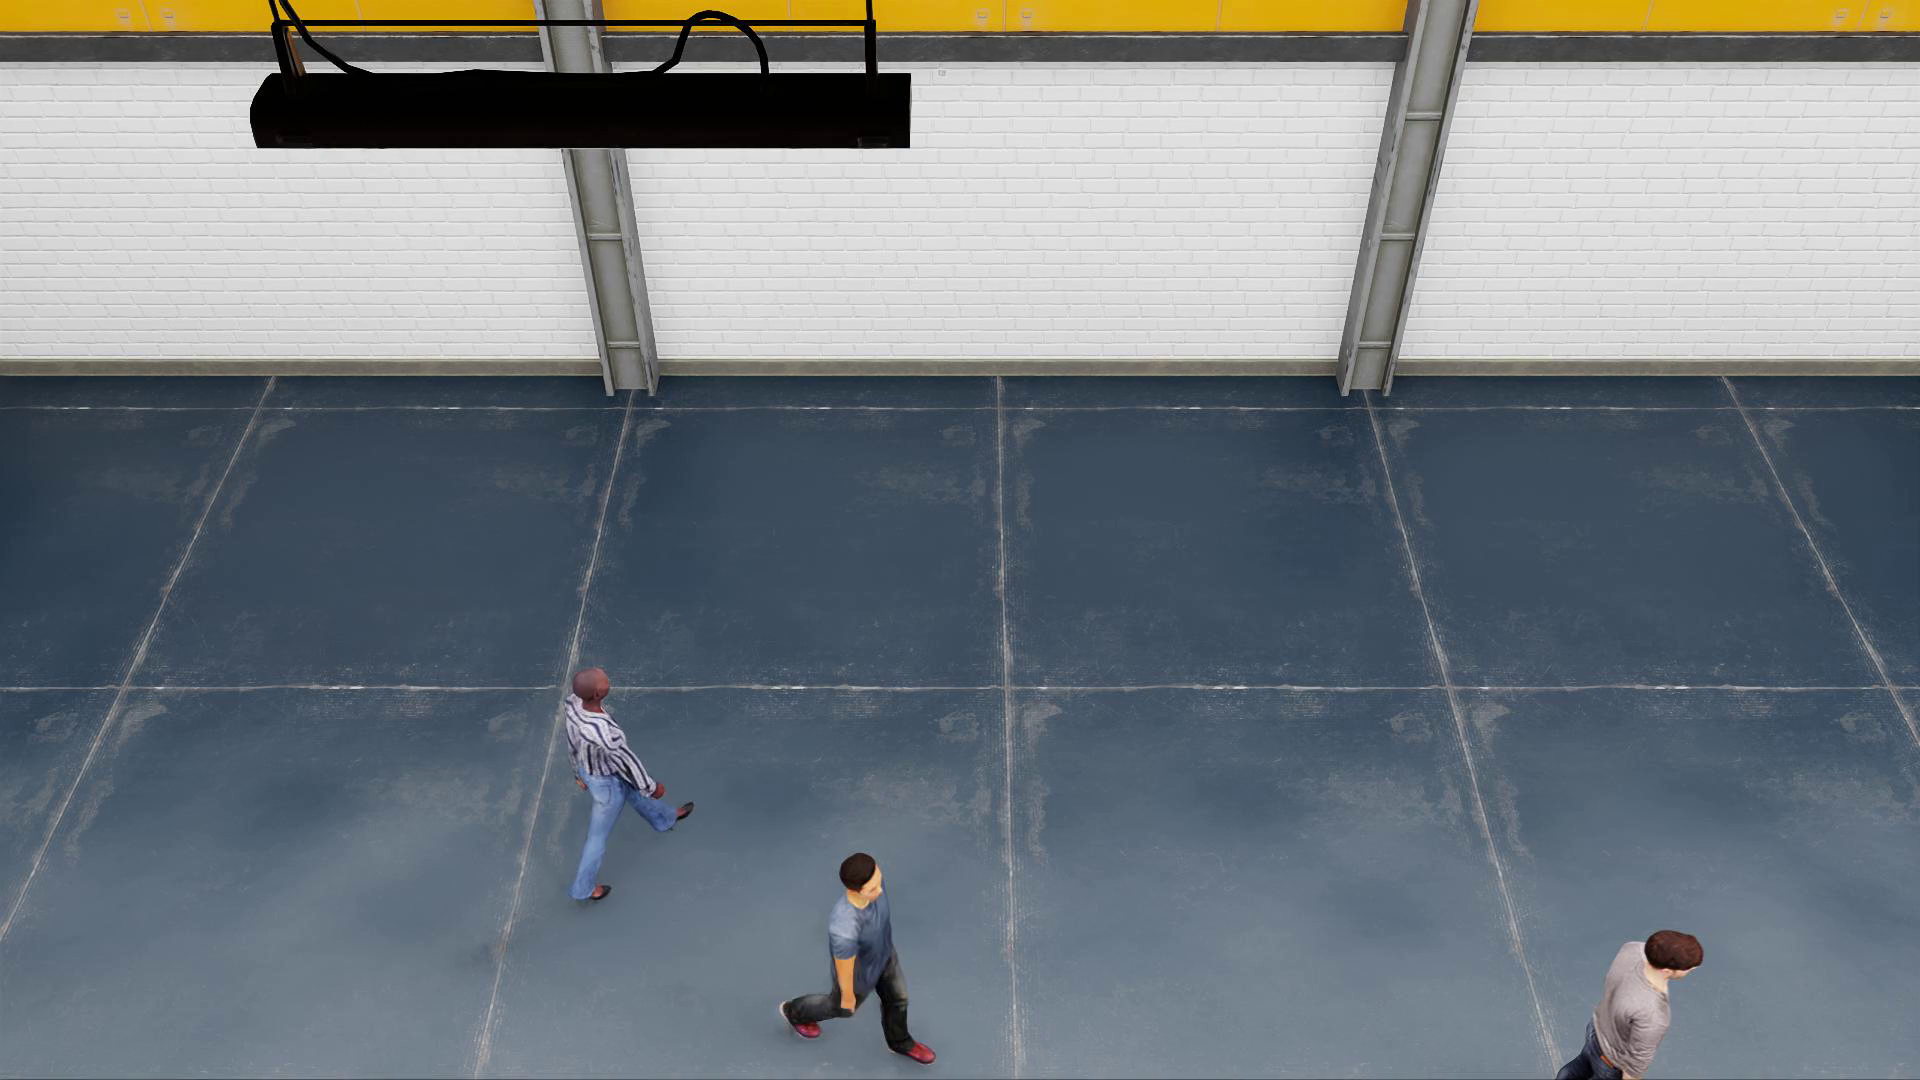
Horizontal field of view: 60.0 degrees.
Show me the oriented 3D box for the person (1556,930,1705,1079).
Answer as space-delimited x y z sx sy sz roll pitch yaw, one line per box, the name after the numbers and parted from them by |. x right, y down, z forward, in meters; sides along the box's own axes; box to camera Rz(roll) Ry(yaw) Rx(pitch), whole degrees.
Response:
3.270 2.525 8.306 0.586 1.903 0.722 5 44 5 | person

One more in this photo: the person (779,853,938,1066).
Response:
-0.611 2.199 8.745 1.229 1.770 0.949 16 46 16 | person

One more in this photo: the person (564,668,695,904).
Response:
-2.097 1.464 9.539 1.252 1.739 1.115 -28 50 -26 | person
